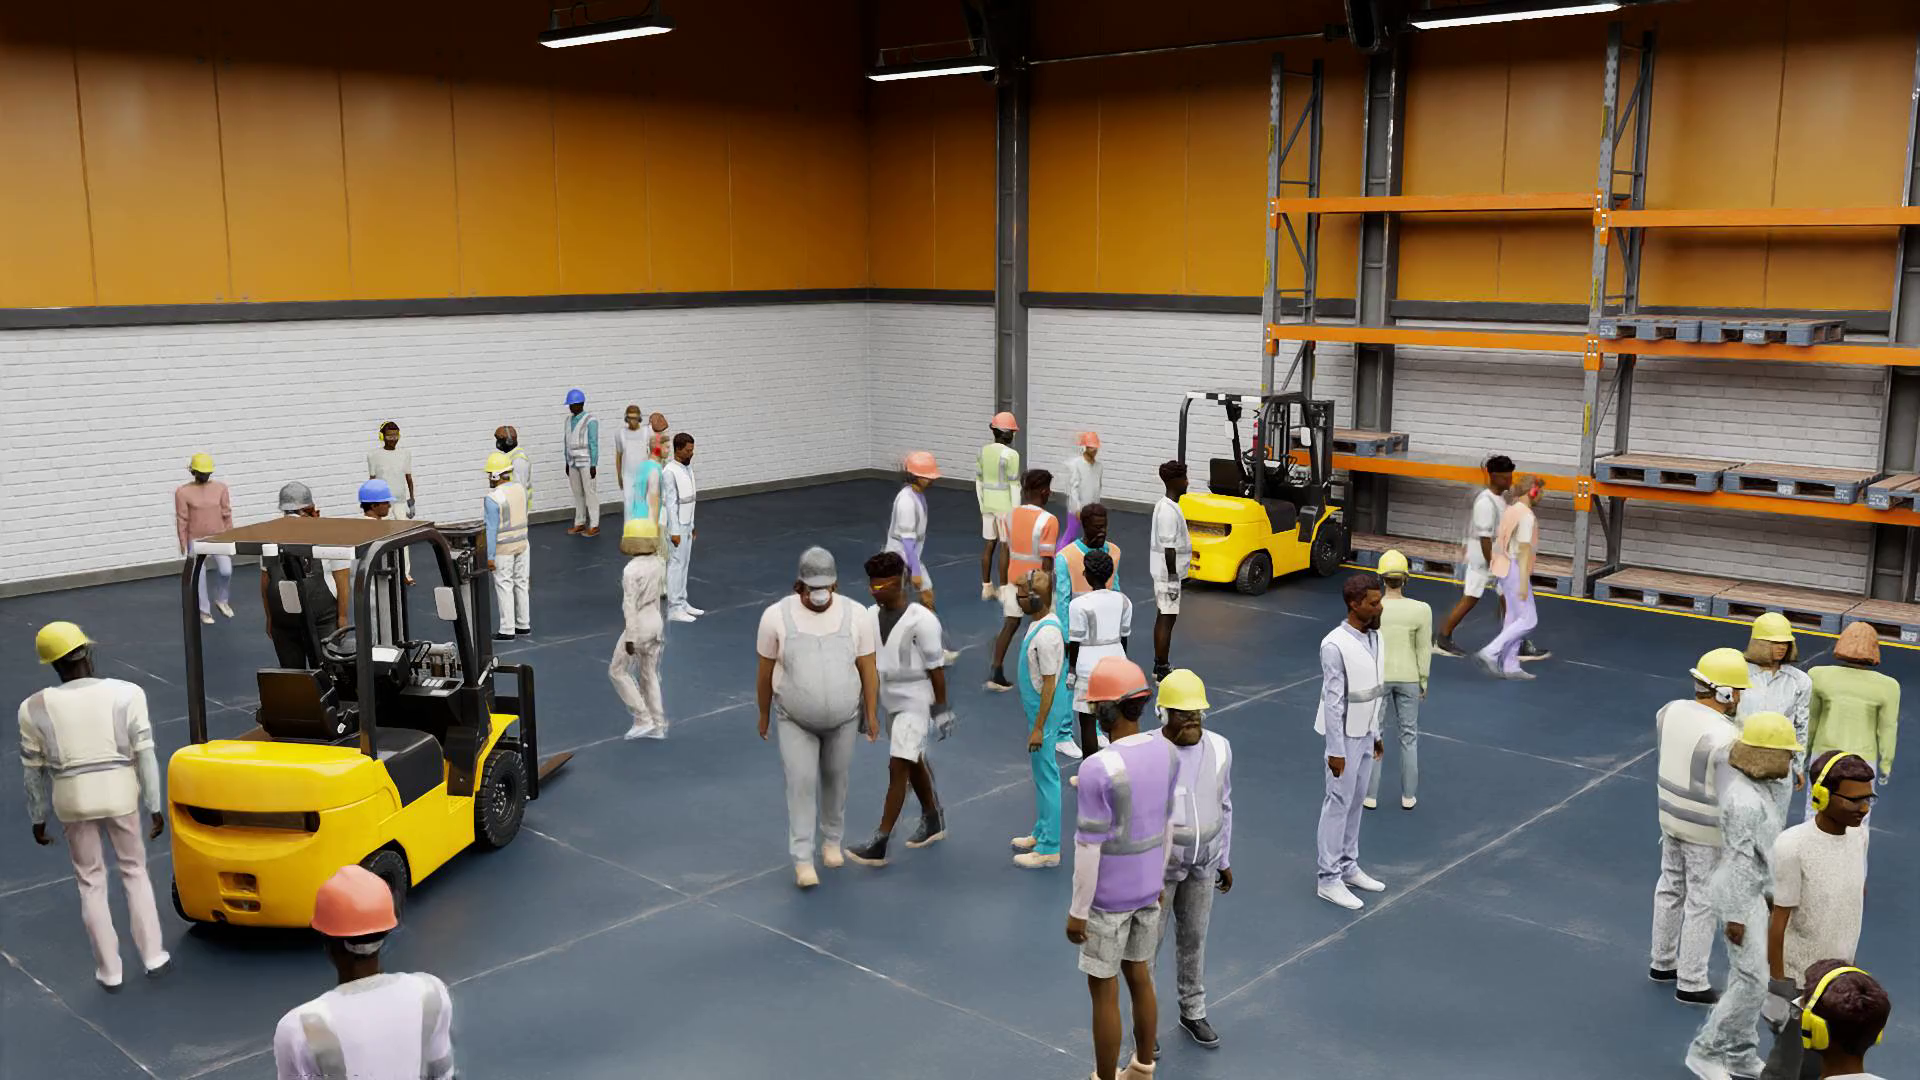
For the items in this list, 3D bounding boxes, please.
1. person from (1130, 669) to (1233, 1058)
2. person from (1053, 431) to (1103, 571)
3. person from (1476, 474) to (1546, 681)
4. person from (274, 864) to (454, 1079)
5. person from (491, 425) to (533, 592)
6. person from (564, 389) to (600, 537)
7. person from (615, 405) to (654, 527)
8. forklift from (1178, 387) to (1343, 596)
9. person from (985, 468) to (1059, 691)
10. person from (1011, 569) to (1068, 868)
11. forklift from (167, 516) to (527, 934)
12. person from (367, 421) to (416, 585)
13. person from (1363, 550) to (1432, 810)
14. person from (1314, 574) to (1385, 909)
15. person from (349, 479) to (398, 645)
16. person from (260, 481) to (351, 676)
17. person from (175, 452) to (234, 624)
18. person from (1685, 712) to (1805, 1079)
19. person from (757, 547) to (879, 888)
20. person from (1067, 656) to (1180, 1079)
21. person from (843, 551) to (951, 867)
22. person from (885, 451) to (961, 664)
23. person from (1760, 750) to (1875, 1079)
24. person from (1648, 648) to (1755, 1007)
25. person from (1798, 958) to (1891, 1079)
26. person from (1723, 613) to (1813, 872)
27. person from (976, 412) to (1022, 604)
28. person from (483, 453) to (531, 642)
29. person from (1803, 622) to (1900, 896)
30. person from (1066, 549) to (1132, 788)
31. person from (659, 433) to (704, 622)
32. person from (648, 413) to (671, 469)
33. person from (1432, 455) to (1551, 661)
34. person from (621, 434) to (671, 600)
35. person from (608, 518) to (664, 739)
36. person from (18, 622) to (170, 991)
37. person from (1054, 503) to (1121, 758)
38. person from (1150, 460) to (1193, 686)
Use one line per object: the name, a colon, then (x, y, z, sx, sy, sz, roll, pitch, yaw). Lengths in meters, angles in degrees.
person: (1.018, 1.499, 7.790, 0.592, 1.837, 0.404, -4, 11, -19)
person: (1.410, -0.394, 18.951, 0.574, 1.709, 0.914, -7, 12, -36)
person: (4.828, 0.340, 14.462, 0.502, 1.801, 0.660, 1, 10, 5)
person: (-1.765, 1.940, 5.039, 0.542, 1.918, 0.561, 9, 13, 42)
person: (-4.945, -0.354, 18.369, 0.429, 1.832, 0.631, -6, 11, -29)
person: (-4.977, -1.013, 21.804, 0.610, 1.938, 0.412, 8, 13, 37)
person: (-4.029, -0.766, 20.737, 0.528, 1.811, 0.804, -2, 10, -9)
forklift: (3.298, -0.608, 18.767, 1.214, 2.155, 2.313, 9, 13, 42)
person: (0.592, 0.329, 14.264, 0.620, 1.911, 1.045, 10, 14, 43)
person: (0.486, 1.083, 10.155, 0.344, 1.839, 0.505, 0, 10, 3)
forklift: (-3.583, 0.976, 9.748, 1.214, 2.155, 2.313, 2, 10, 11)
person: (-6.328, -0.398, 18.543, 0.509, 1.859, 0.333, -7, 12, -34)
person: (2.884, 0.942, 11.159, 0.524, 1.770, 0.315, 1, 10, 4)
person: (2.265, 1.136, 9.620, 0.392, 1.922, 0.592, 7, 12, 36)
person: (-4.654, 0.480, 13.274, 0.406, 1.947, 0.606, -7, 12, -33)
person: (-4.983, 0.550, 12.616, 0.680, 2.000, 0.535, 0, 10, 1)
person: (-7.554, -0.014, 16.659, 0.543, 1.748, 0.418, -8, 13, -38)
person: (3.546, 1.613, 7.415, 0.369, 1.736, 0.523, 6, 12, 32)
person: (-0.816, 1.028, 9.893, 0.715, 2.000, 0.772, -2, 10, -14)
person: (0.676, 1.504, 7.228, 0.409, 2.032, 0.609, 9, 14, 42)
person: (-0.429, 1.028, 10.235, 0.944, 1.914, 0.632, -9, 13, -41)
person: (-0.420, 0.184, 14.839, 0.982, 1.980, 0.638, 2, 10, 12)
person: (3.335, 1.715, 6.483, 0.534, 1.864, 0.310, -5, 11, -28)
person: (3.694, 1.423, 8.282, 0.403, 1.820, 0.602, -2, 10, -12)
person: (2.359, 2.056, 4.564, 0.511, 1.862, 0.324, -2, 10, -10)
person: (4.514, 1.264, 9.387, 0.493, 1.746, 0.283, 2, 10, 12)
person: (0.449, -0.345, 17.710, 0.395, 2.038, 0.614, -9, 13, -40)
person: (-4.367, 0.072, 15.971, 0.404, 1.824, 0.585, 4, 11, 22)
person: (5.146, 1.278, 9.669, 0.500, 1.623, 0.291, 6, 11, 30)
person: (0.972, 0.906, 11.589, 0.530, 1.688, 0.324, -7, 12, -35)
person: (-2.846, -0.140, 16.907, 0.392, 1.914, 0.587, 1, 10, 7)
person: (-3.937, -0.847, 21.728, 0.285, 1.633, 0.500, -8, 13, -37)
person: (4.849, 0.171, 15.187, 1.046, 1.904, 0.625, 6, 12, 33)
person: (-3.275, -0.222, 17.650, 0.556, 1.822, 0.557, -3, 10, -17)
person: (-2.466, 0.692, 12.699, 0.407, 1.717, 0.525, 4, 11, 19)
person: (-4.436, 1.350, 8.503, 0.605, 1.880, 0.544, -5, 11, -27)
person: (0.942, 0.657, 12.396, 0.587, 1.910, 0.397, -8, 12, -37)
person: (1.821, 0.281, 14.356, 0.363, 1.966, 0.608, 0, 10, 3)
